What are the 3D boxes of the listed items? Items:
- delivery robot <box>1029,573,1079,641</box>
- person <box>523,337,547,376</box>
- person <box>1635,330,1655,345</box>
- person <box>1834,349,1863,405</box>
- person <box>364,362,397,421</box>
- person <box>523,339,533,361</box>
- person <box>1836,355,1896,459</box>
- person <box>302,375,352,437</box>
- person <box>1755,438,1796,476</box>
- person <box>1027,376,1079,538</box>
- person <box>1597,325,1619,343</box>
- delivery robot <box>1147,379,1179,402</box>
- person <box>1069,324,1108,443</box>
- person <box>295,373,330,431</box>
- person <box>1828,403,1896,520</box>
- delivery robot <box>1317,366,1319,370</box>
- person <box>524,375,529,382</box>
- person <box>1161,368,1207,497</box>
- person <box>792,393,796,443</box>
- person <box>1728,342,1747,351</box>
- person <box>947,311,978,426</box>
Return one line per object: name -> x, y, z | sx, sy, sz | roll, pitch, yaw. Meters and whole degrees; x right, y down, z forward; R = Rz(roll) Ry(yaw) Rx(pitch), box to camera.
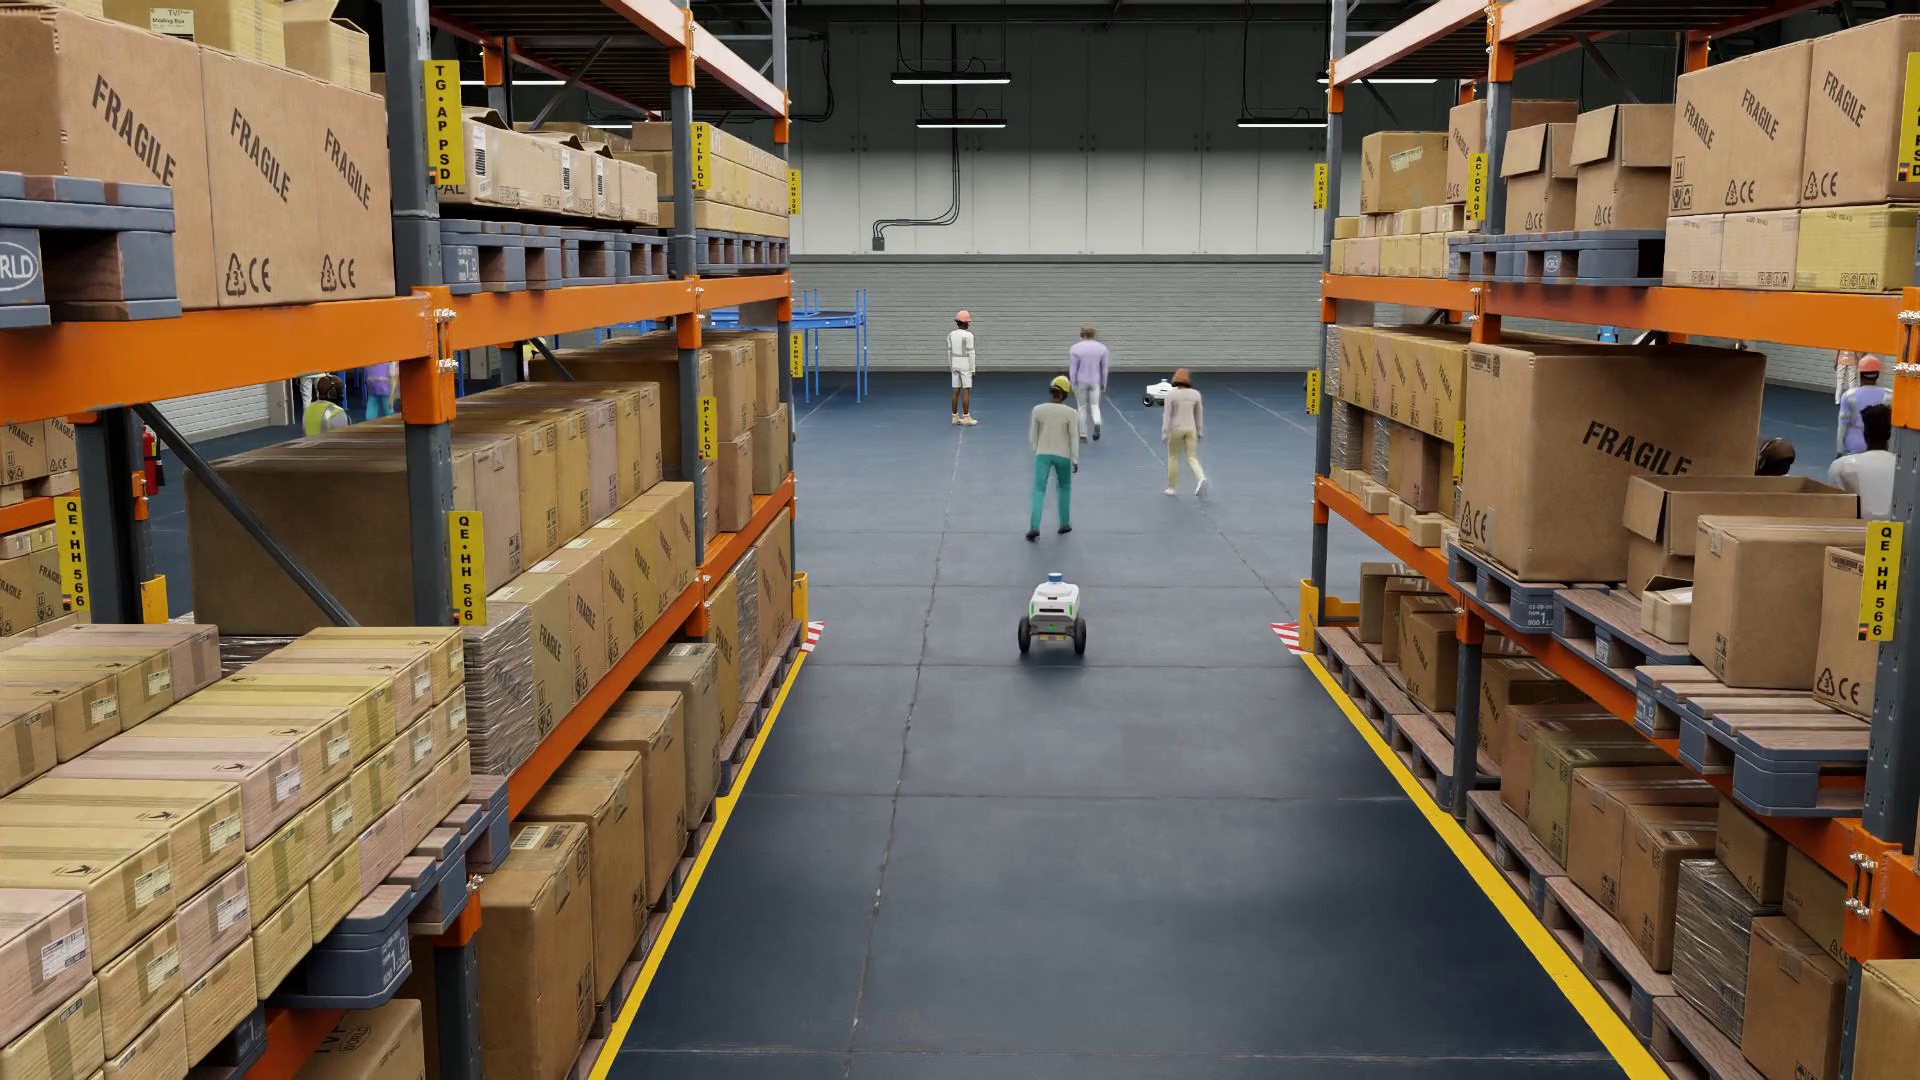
delivery robot -> 0.721, 0.495, 12.667 | 0.477, 0.478, 0.707 | 1, 10, 7
person -> -5.604, -1.744, 22.149 | 0.622, 1.914, 0.402 | -4, 10, -25
person -> 12.564, -3.046, 30.094 | 0.672, 1.871, 0.873 | 0, 9, -2
person -> 18.089, -3.562, 33.884 | 0.523, 1.638, 0.311 | 6, 11, 32
person -> -8.650, -2.106, 24.606 | 0.602, 1.815, 0.791 | 3, 10, 19
person -> -6.965, -2.478, 26.776 | 0.625, 1.847, 0.429 | -8, 12, -40
person -> 9.604, -0.994, 17.646 | 0.562, 1.922, 0.494 | 4, 10, 25
person -> -5.952, -0.645, 15.815 | 0.641, 1.840, 0.429 | 7, 12, 38
person -> 5.112, 0.225, 10.747 | 0.633, 1.791, 0.741 | 0, 9, 2
person -> 0.980, -0.888, 17.684 | 0.551, 1.704, 0.840 | 2, 10, 14
person -> 16.461, -4.991, 42.272 | 0.529, 1.695, 0.321 | 6, 11, 31
delivery robot -> 4.129, -3.005, 33.633 | 0.707, 0.478, 0.477 | 9, 13, 44
person -> 2.068, -2.516, 26.767 | 0.644, 1.924, 0.663 | -2, 10, -11
person -> -11.161, -2.842, 28.645 | 0.604, 1.949, 0.384 | -5, 10, -25
person -> 6.279, 0.037, 11.426 | 0.627, 1.941, 0.753 | 3, 10, 17
delivery robot -> 8.192, -3.851, 37.927 | 0.335, 0.223, 0.698 | 6, 11, 32
person -> -4.110, -0.616, 15.600 | 1.019, 1.860, 0.661 | 6, 11, 31
person -> 2.787, -1.326, 20.613 | 0.537, 1.599, 0.705 | -3, 10, -15
person -> -2.226, -1.289, 19.560 | 0.618, 1.874, 0.412 | -3, 10, -18
person -> 10.198, -1.675, 21.921 | 0.551, 1.851, 0.548 | 5, 11, 28
person -> 0.054, -3.073, 29.746 | 0.607, 2.044, 0.374 | 9, 13, 43
